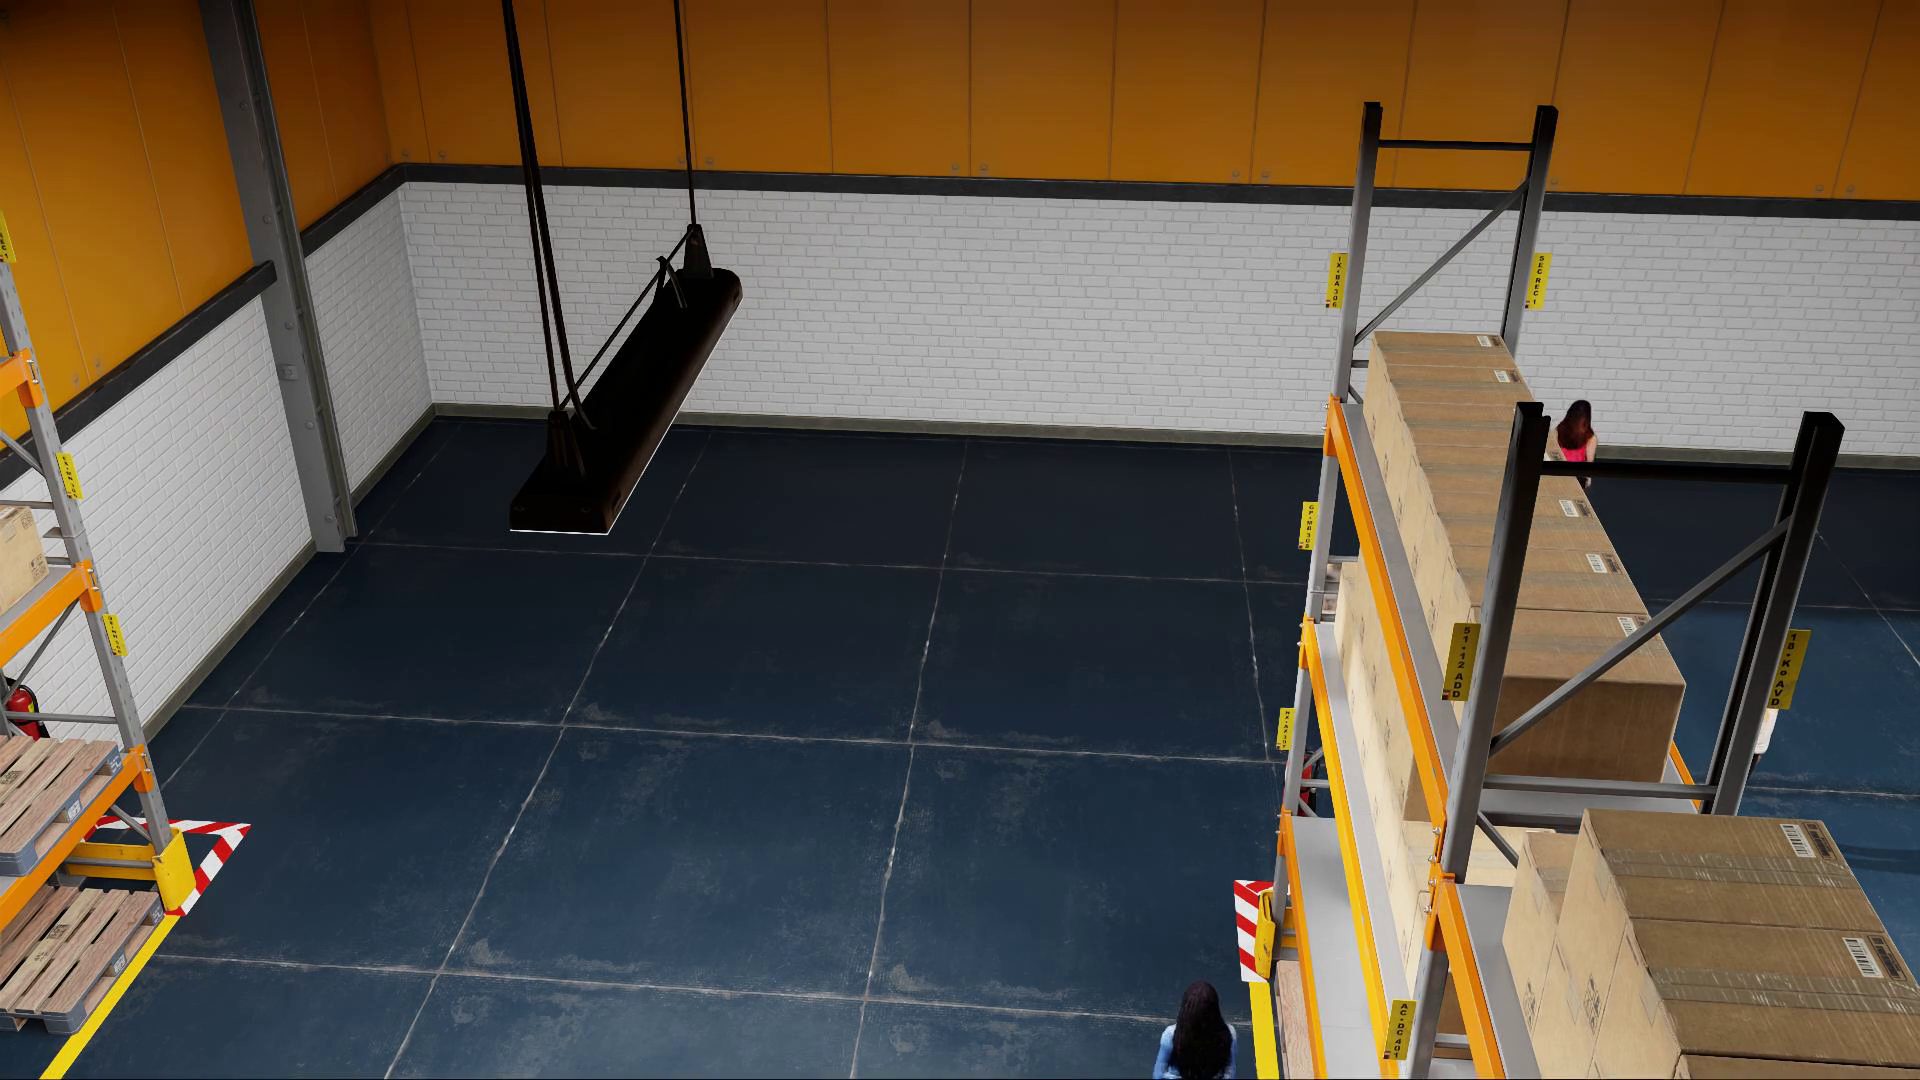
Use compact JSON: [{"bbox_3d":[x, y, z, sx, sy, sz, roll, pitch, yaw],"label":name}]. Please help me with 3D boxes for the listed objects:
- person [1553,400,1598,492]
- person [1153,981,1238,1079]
[{"bbox_3d":[6.015,-0.582,16.516,0.970,1.627,1.147,21,35,34],"label":"person"},{"bbox_3d":[1.337,3.237,9.438,0.696,1.702,0.759,-5,29,-8],"label":"person"}]
